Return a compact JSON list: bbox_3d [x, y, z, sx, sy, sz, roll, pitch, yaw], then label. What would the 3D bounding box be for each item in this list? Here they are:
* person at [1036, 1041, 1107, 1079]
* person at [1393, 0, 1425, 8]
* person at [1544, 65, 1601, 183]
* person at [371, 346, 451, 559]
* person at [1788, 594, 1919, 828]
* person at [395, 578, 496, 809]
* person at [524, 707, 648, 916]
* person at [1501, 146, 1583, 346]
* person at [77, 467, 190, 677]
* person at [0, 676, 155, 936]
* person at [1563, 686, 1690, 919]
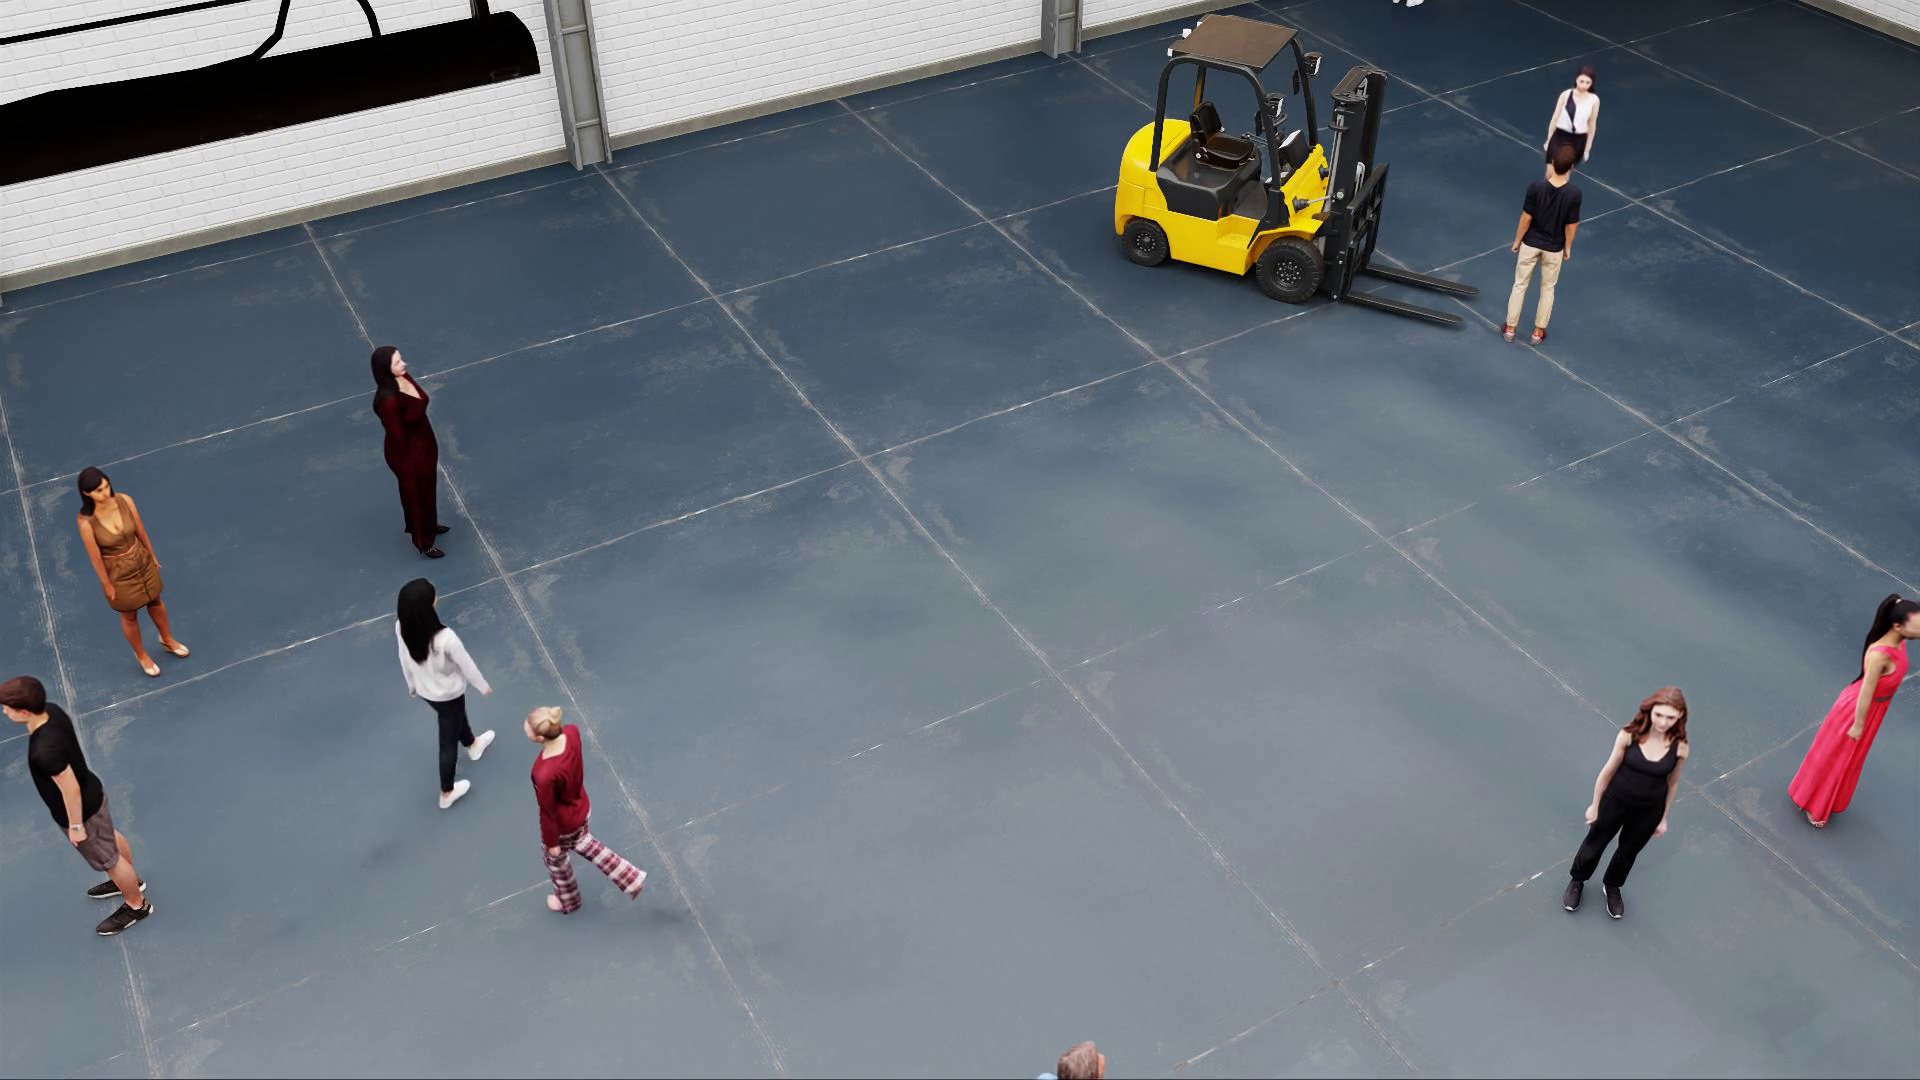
[{"bbox_3d":[0.514,2.906,7.669,0.717,1.820,0.676,30,47,32],"label":"person"},{"bbox_3d":[5.725,-7.626,20.894,0.583,1.775,0.630,-30,47,-32],"label":"person"},{"bbox_3d":[5.971,-3.899,16.340,0.742,1.634,0.802,10,40,12],"label":"person"},{"bbox_3d":[-4.037,-0.660,12.185,0.736,1.758,0.745,-4,39,-5],"label":"person"},{"bbox_3d":[5.460,1.035,10.086,0.740,1.727,0.607,30,47,32],"label":"person"},{"bbox_3d":[-3.237,0.979,10.199,0.871,1.675,0.998,20,43,23],"label":"person"},{"bbox_3d":[-2.176,1.559,9.467,0.979,1.683,0.920,9,40,11],"label":"person"},{"bbox_3d":[5.078,-2.558,14.480,0.703,1.859,0.747,12,40,14],"label":"person"},{"bbox_3d":[-5.592,0.201,11.163,0.697,1.687,0.600,19,43,23],"label":"person"},{"bbox_3d":[-5.000,1.477,9.427,0.555,1.861,0.682,-18,42,-22],"label":"person"},{"bbox_3d":[3.840,1.488,9.505,0.654,1.747,0.720,9,39,11],"label":"person"}]
